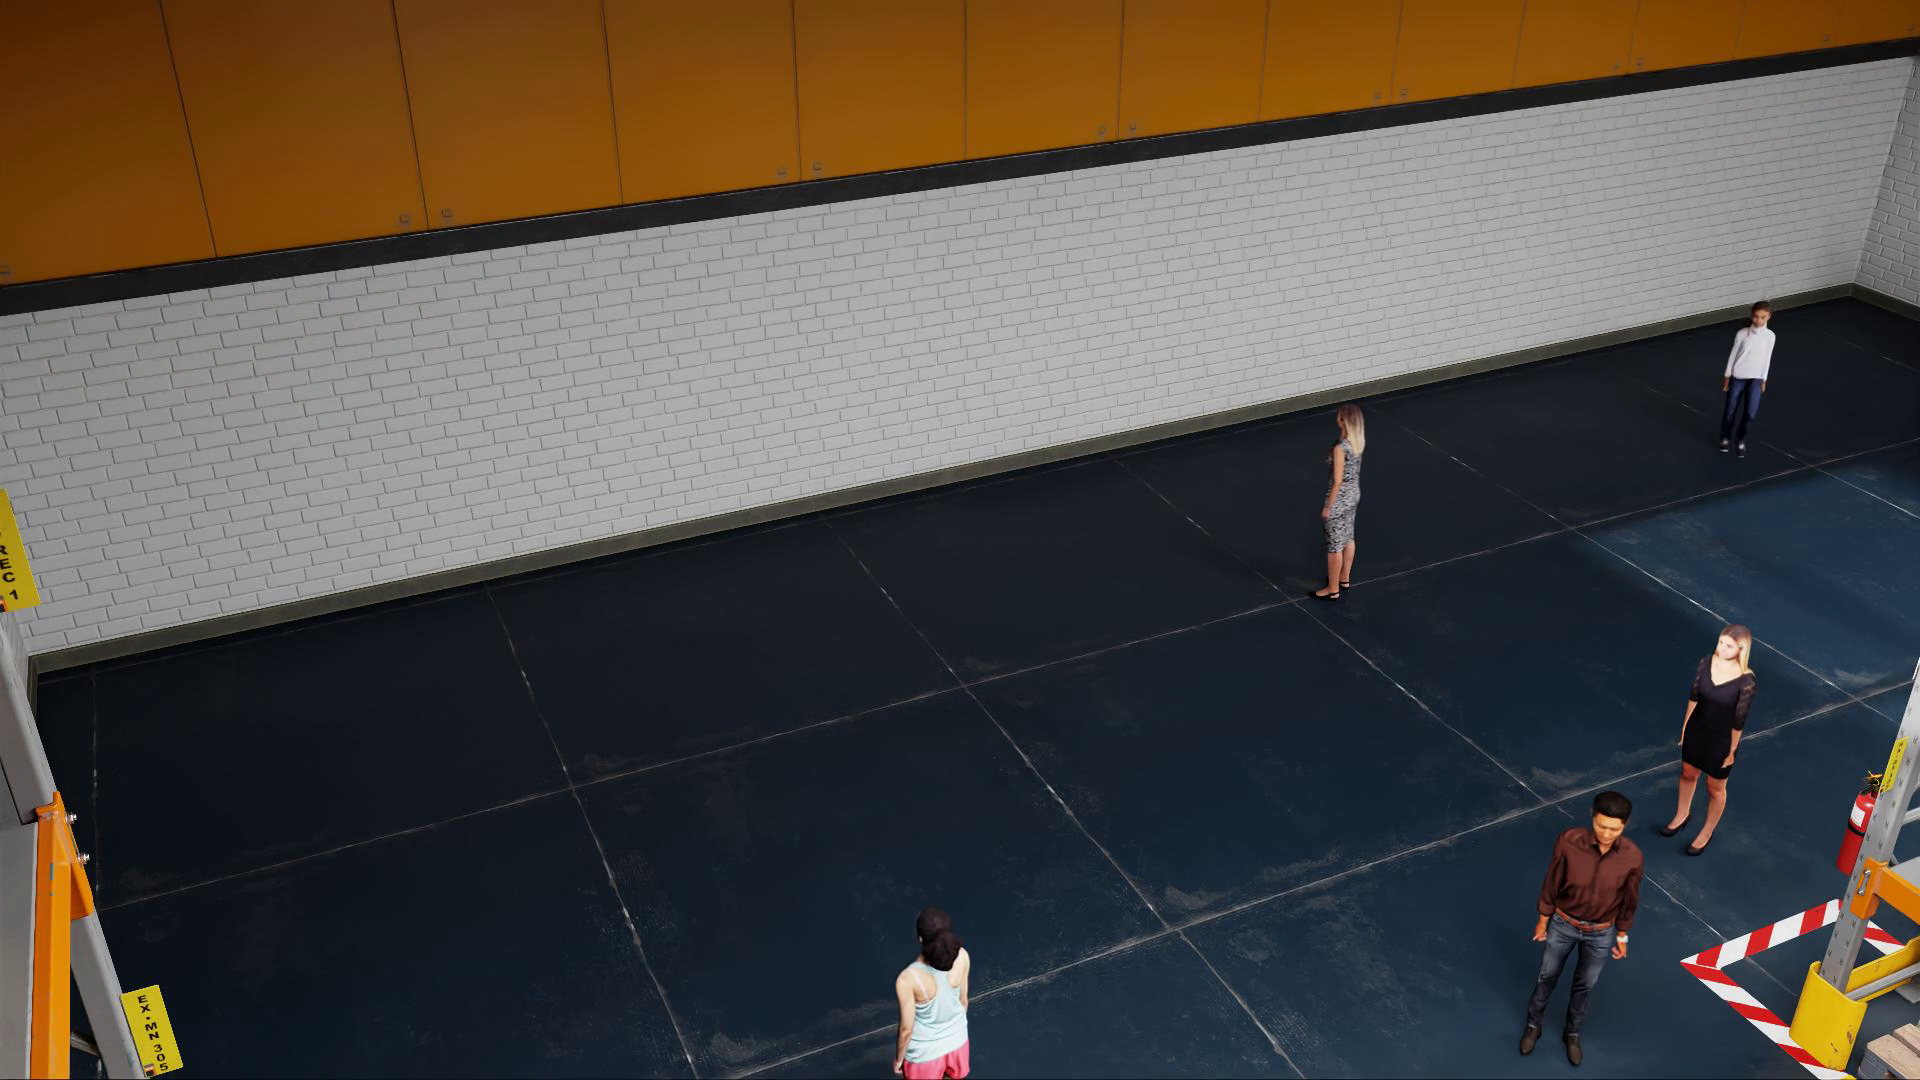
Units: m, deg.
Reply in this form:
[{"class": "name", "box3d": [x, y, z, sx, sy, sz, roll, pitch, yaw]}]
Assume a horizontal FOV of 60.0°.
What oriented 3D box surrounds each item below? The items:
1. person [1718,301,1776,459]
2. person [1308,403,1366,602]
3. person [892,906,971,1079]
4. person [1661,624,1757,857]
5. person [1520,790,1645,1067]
[{"class": "person", "box3d": [7.545, -1.578, 15.953, 0.680, 1.542, 0.741, 11, 31, 20]}, {"class": "person", "box3d": [3.094, -0.308, 13.457, 0.624, 1.703, 0.637, 22, 36, 35]}, {"class": "person", "box3d": [-0.127, 2.506, 8.235, 0.614, 1.765, 0.625, -18, 33, -29]}, {"class": "person", "box3d": [4.805, 1.264, 10.607, 0.620, 1.674, 0.448, -16, 33, -27]}, {"class": "person", "box3d": [3.367, 2.075, 9.011, 0.706, 1.778, 0.759, 9, 30, 16]}]
